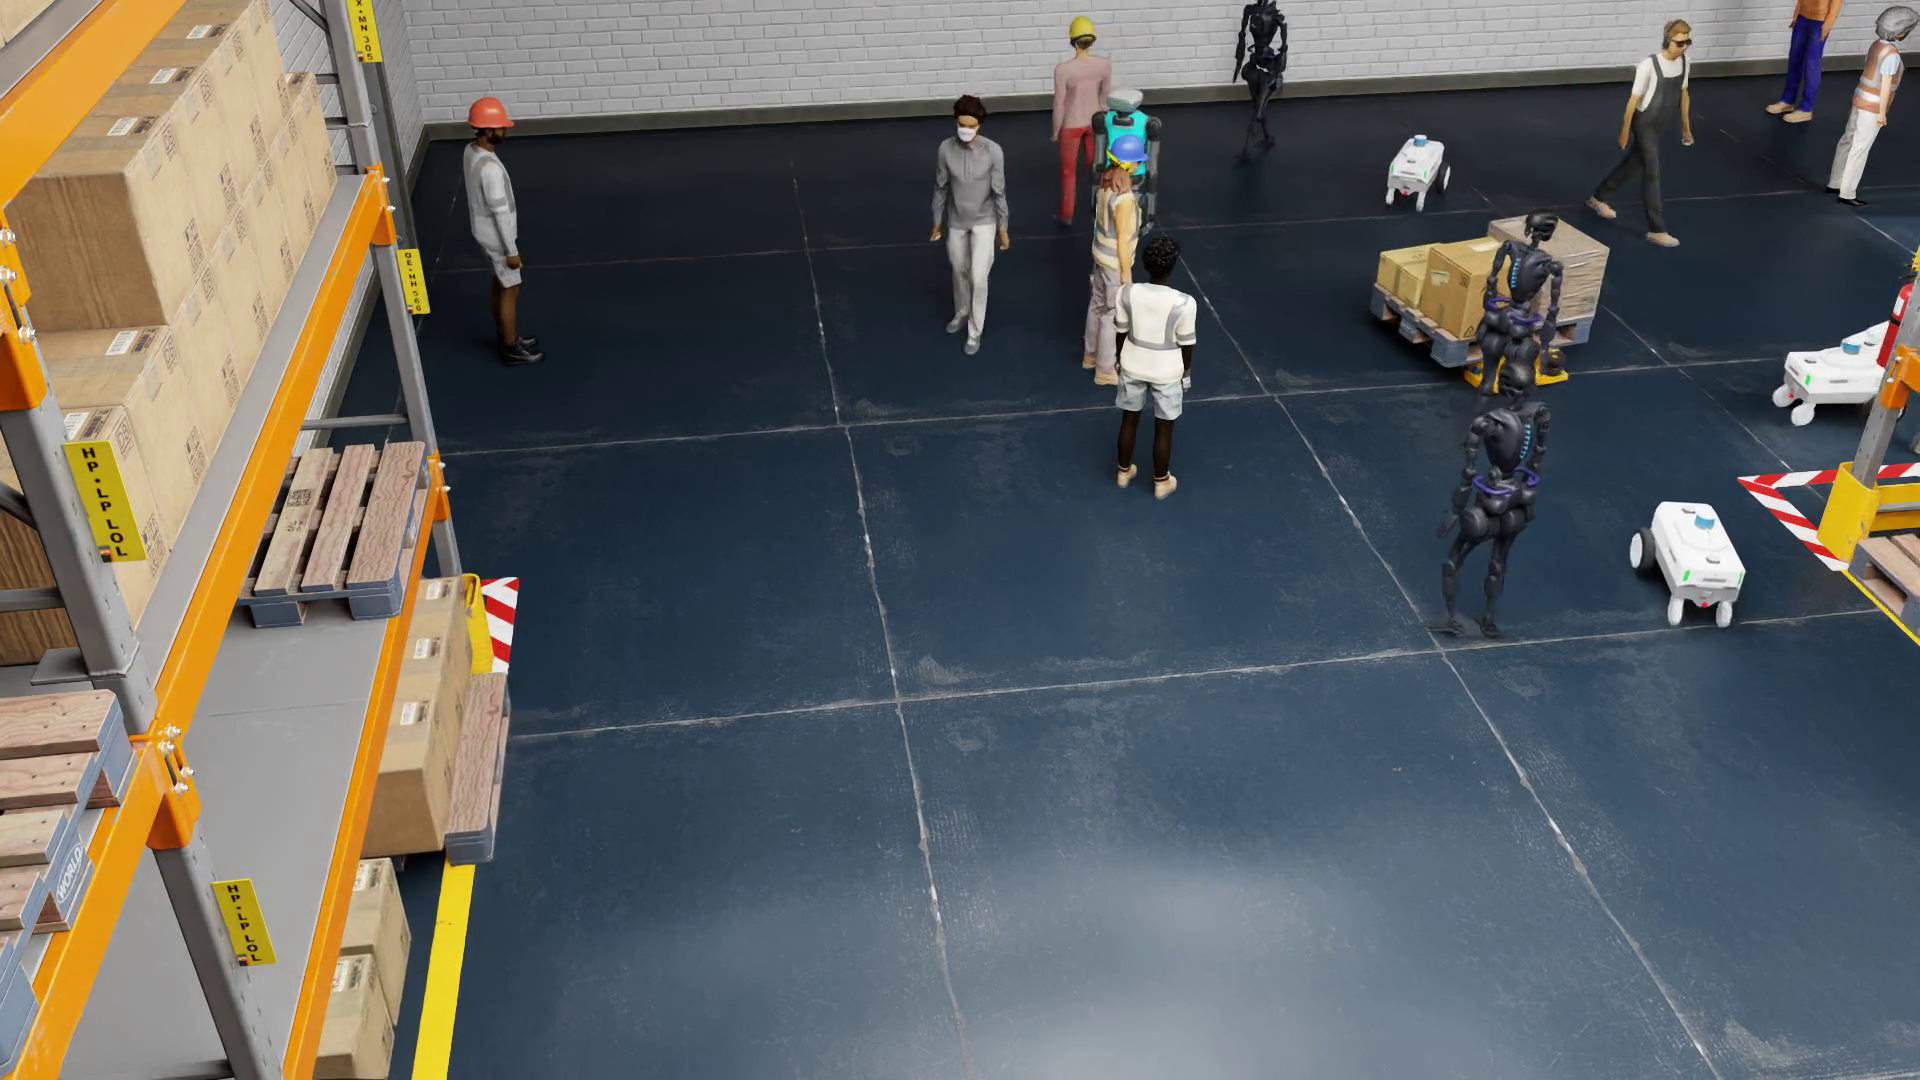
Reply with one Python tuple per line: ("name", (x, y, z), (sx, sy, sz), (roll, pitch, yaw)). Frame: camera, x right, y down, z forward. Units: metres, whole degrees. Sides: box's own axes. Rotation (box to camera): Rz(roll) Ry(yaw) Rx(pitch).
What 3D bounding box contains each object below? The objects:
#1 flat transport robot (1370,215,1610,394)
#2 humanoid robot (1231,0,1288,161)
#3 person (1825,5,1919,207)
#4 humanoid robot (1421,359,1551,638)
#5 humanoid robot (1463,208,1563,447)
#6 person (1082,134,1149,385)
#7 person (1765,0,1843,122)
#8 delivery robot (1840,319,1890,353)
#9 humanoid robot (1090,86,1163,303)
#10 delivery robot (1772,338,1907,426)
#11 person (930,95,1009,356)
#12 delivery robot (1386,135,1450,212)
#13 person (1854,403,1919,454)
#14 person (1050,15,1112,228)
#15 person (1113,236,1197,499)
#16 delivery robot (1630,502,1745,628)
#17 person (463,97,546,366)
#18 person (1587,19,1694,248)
("flat transport robot", (3.727, -1.487, 12.131), (0.659, 0.231, 1.431), (-11, 35, -17))
("humanoid robot", (2.749, -4.327, 15.233), (0.775, 1.622, 0.609), (-25, 40, -33))
("person", (7.819, -3.719, 14.251), (0.311, 1.687, 0.441), (1, 33, 2))
("humanoid robot", (2.860, -0.202, 8.871), (0.608, 1.648, 0.310), (-15, 36, -21))
("humanoid robot", (3.563, -1.356, 10.646), (0.504, 1.649, 0.591), (-21, 38, -28))
("person", (1.080, -1.926, 11.430), (0.342, 1.771, 0.467), (-8, 34, -12))
("person", (8.241, -5.055, 16.049), (0.404, 1.972, 0.515), (-8, 34, -12))
("delivery robot", (6.405, -1.268, 11.545), (0.786, 0.608, 0.499), (-18, 37, -26))
("humanoid robot", (1.097, -2.273, 12.095), (0.554, 1.904, 0.739), (15, 36, 22))
("delivery robot", (5.978, -1.069, 11.242), (0.799, 0.608, 0.499), (-2, 33, -2))
("person", (0.061, -2.235, 11.824), (0.603, 1.863, 0.800), (11, 35, 16))
("delivery robot", (4.001, -3.250, 14.588), (0.499, 0.614, 0.803), (15, 36, 21))
("person", (6.350, -1.470, 10.691), (0.553, 1.824, 0.940), (-4, 33, -6))
("person", (0.992, -3.440, 13.767), (0.525, 1.778, 0.330), (-12, 35, -17))
("person", (1.177, -1.039, 10.145), (0.532, 1.691, 0.319), (16, 36, 23))
("delivery robot", (4.166, 0.094, 9.445), (0.499, 0.592, 0.783), (3, 33, 5))
("person", (-3.198, -2.136, 11.615), (0.388, 1.926, 0.546), (-17, 37, -24))
("person", (5.683, -3.402, 13.674), (0.537, 1.788, 1.009), (-18, 37, -25))
